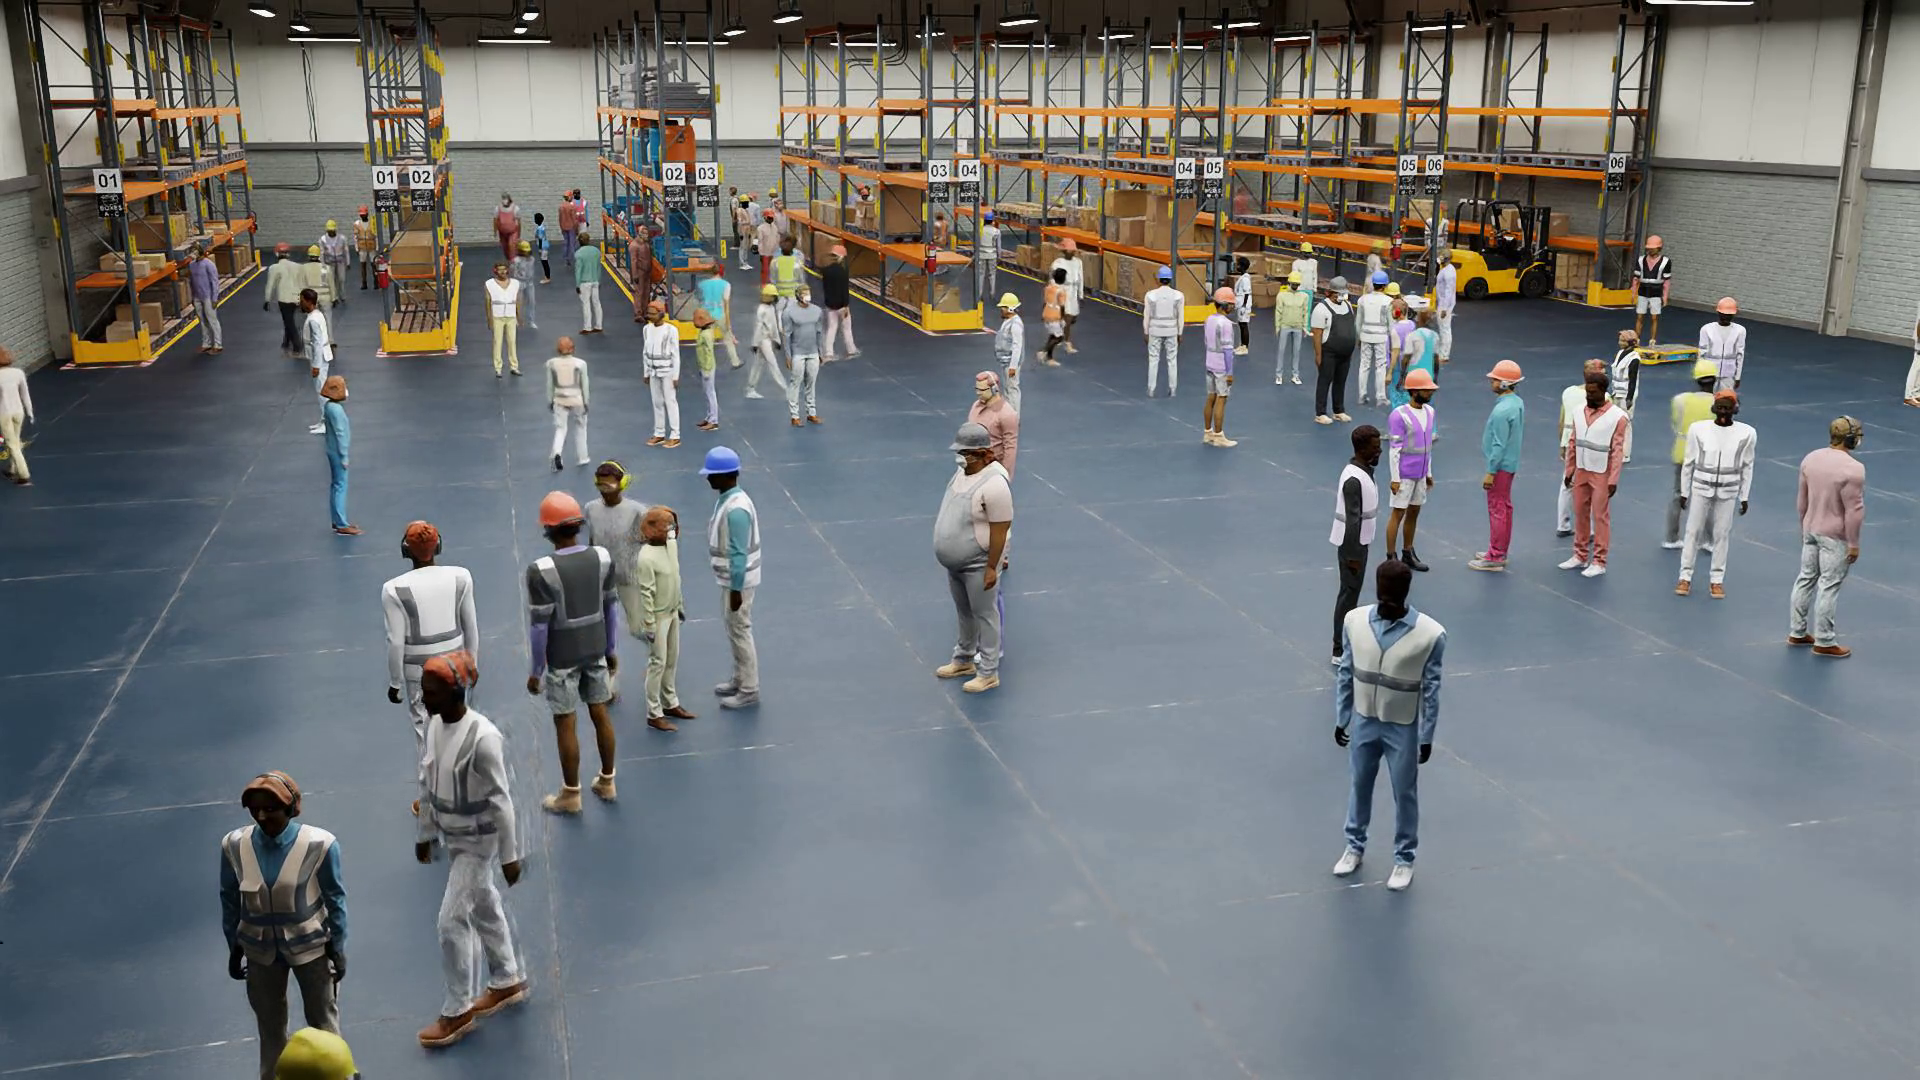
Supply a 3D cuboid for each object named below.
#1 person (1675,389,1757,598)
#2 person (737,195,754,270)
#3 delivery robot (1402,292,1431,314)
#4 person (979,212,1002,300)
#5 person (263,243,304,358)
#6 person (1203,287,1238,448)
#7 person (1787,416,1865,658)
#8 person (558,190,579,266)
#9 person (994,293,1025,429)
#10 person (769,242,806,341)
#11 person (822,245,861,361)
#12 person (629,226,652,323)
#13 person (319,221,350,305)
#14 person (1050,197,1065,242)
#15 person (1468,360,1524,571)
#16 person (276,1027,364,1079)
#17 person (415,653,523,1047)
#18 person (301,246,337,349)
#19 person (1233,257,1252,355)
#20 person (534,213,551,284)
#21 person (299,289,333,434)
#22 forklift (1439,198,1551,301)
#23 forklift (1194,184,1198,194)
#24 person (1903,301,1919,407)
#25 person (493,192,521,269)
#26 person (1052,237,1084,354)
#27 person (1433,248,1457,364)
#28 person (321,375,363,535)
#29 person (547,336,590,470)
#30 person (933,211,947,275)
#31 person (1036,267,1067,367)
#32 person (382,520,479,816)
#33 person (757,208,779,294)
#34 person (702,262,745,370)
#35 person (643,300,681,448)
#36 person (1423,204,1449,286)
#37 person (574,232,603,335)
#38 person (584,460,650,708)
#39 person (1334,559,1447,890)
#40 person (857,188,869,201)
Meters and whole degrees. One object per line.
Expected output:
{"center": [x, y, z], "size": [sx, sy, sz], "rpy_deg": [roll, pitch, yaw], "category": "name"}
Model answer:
{"center": [6.715, -0.414, 14.797], "size": [0.576, 1.881, 0.354], "rpy_deg": [6, 16, 21], "category": "person"}
{"center": [-5.607, -8.015, 43.305], "size": [0.352, 1.929, 0.594], "rpy_deg": [3, 15, 12], "category": "person"}
{"center": [9.122, -4.764, 33.530], "size": [0.707, 0.478, 0.477], "rpy_deg": [-5, 16, -19], "category": "delivery robot"}
{"center": [0.618, -6.246, 36.648], "size": [0.612, 1.943, 0.407], "rpy_deg": [3, 15, 11], "category": "person"}
{"center": [-11.674, -4.129, 28.643], "size": [0.930, 1.936, 0.633], "rpy_deg": [8, 17, 28], "category": "person"}
{"center": [3.329, -2.201, 21.216], "size": [0.370, 2.044, 0.608], "rpy_deg": [-5, 16, -18], "category": "person"}
{"center": [6.925, -0.033, 13.255], "size": [0.370, 1.941, 0.627], "rpy_deg": [-4, 15, -13], "category": "person"}
{"center": [-10.350, -8.260, 44.122], "size": [0.611, 1.986, 0.392], "rpy_deg": [9, 17, 30], "category": "person"}
{"center": [0.662, -2.401, 22.372], "size": [0.404, 1.833, 0.592], "rpy_deg": [-3, 15, -10], "category": "person"}
{"center": [-3.131, -4.487, 30.228], "size": [0.658, 1.828, 0.480], "rpy_deg": [0, 15, -2], "category": "person"}
{"center": [-2.012, -4.020, 28.243], "size": [0.660, 1.943, 0.826], "rpy_deg": [11, 19, 37], "category": "person"}
{"center": [-6.313, -5.288, 33.127], "size": [0.401, 1.894, 0.652], "rpy_deg": [5, 16, 18], "category": "person"}
{"center": [-13.424, -5.933, 35.720], "size": [0.613, 1.797, 0.832], "rpy_deg": [-5, 16, -18], "category": "person"}
{"center": [2.658, -8.360, 44.882], "size": [0.606, 1.792, 0.921], "rpy_deg": [-5, 16, -20], "category": "person"}
{"center": [5.082, -0.703, 15.666], "size": [0.375, 1.997, 0.611], "rpy_deg": [9, 17, 30], "category": "person"}
{"center": [-1.820, 2.267, 4.964], "size": [0.376, 1.754, 0.539], "rpy_deg": [12, 19, 39], "category": "person"}
{"center": [-2.423, 1.448, 7.827], "size": [0.748, 1.857, 0.617], "rpy_deg": [-14, 20, -42], "category": "person"}
{"center": [-11.385, -4.292, 29.525], "size": [0.615, 1.824, 0.420], "rpy_deg": [-2, 15, -9], "category": "person"}
{"center": [4.897, -4.057, 28.862], "size": [0.317, 1.695, 0.540], "rpy_deg": [0, 15, 2], "category": "person"}
{"center": [-10.046, -7.011, 39.999], "size": [0.322, 1.690, 0.532], "rpy_deg": [-2, 15, -8], "category": "person"}
{"center": [-8.555, -2.387, 22.154], "size": [0.382, 1.918, 0.597], "rpy_deg": [-6, 16, -21], "category": "person"}
{"center": [11.913, -6.508, 37.130], "size": [2.313, 2.155, 1.214], "rpy_deg": [-4, 15, -15], "category": "forklift"}
{"center": [7.392, -11.333, 53.972], "size": [1.873, 2.768, 1.129], "rpy_deg": [-4, 15, -15], "category": "forklift"}
{"center": [13.995, -2.875, 24.080], "size": [0.521, 1.874, 0.328], "rpy_deg": [-12, 19, -38], "category": "person"}
{"center": [-11.859, -8.156, 43.629], "size": [0.690, 2.000, 0.815], "rpy_deg": [-1, 15, -4], "category": "person"}
{"center": [1.843, -4.296, 29.152], "size": [0.629, 2.020, 0.740], "rpy_deg": [-11, 18, -36], "category": "person"}
{"center": [8.107, -3.912, 27.854], "size": [0.375, 1.940, 0.627], "rpy_deg": [3, 15, 12], "category": "person"}
{"center": [-6.335, -0.870, 16.989], "size": [0.270, 1.632, 0.504], "rpy_deg": [-8, 17, -27], "category": "person"}
{"center": [-4.698, -1.641, 19.917], "size": [0.514, 1.608, 0.703], "rpy_deg": [1, 15, 4], "category": "person"}
{"center": [-0.530, -7.480, 41.901], "size": [0.406, 1.612, 0.569], "rpy_deg": [11, 19, 37], "category": "person"}
{"center": [1.487, -3.649, 27.350], "size": [0.500, 1.673, 0.573], "rpy_deg": [-7, 16, -24], "category": "person"}
{"center": [-3.233, 0.801, 10.224], "size": [0.583, 1.882, 0.337], "rpy_deg": [-13, 19, -39], "category": "person"}
{"center": [-4.243, -6.367, 36.980], "size": [0.376, 1.997, 0.612], "rpy_deg": [11, 18, 36], "category": "person"}
{"center": [-3.908, -3.609, 26.986], "size": [0.586, 1.790, 0.964], "rpy_deg": [9, 17, 30], "category": "person"}
{"center": [-3.811, -2.118, 21.225], "size": [0.580, 1.879, 0.347], "rpy_deg": [10, 18, 32], "category": "person"}
{"center": [11.310, -7.017, 39.541], "size": [0.543, 1.938, 0.357], "rpy_deg": [3, 15, 10], "category": "person"}
{"center": [-7.003, -4.831, 31.334], "size": [0.364, 1.933, 0.630], "rpy_deg": [10, 18, 33], "category": "person"}
{"center": [-2.497, 0.281, 12.300], "size": [0.541, 1.832, 0.865], "rpy_deg": [3, 15, 11], "category": "person"}
{"center": [2.409, 1.017, 9.372], "size": [0.588, 1.909, 0.387], "rpy_deg": [10, 18, 34], "category": "person"}
{"center": [-2.757, -9.298, 48.310], "size": [0.429, 1.844, 0.627], "rpy_deg": [-7, 16, -24], "category": "person"}
